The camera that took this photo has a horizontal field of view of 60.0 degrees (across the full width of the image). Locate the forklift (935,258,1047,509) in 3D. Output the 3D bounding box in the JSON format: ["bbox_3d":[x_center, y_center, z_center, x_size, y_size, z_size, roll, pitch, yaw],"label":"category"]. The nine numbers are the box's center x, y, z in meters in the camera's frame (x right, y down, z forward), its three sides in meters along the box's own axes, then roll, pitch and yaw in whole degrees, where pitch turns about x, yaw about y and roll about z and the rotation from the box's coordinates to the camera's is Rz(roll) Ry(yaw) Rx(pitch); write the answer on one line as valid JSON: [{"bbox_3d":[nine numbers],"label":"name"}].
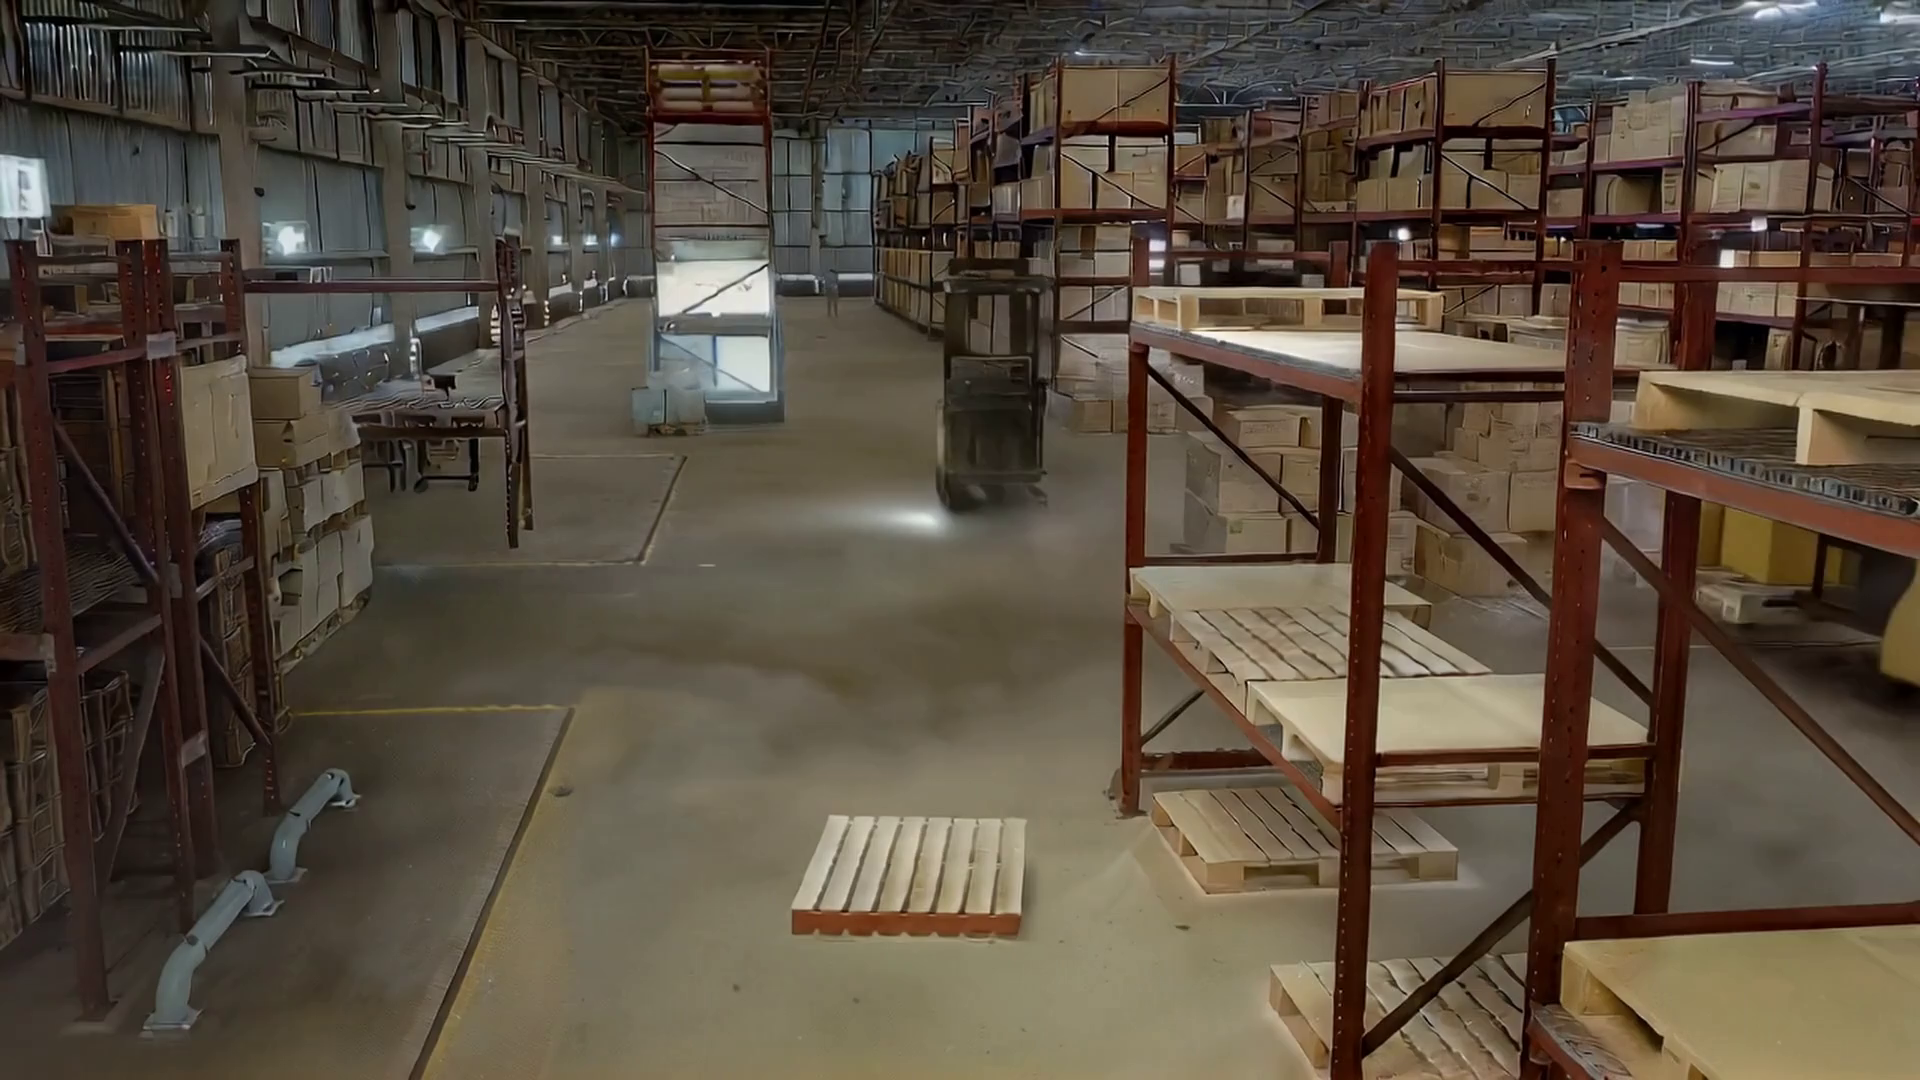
[{"bbox_3d":[0.316,-1.874,19.316,1.129,2.768,1.873,-1,10,-6],"label":"forklift"}]

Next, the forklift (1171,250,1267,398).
[{"bbox_3d":[5.078,-4.259,32.533,1.129,2.768,1.873,-6,12,-31],"label":"forklift"}]

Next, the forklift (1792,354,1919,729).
[{"bbox_3d":[6.352,-0.243,10.279,1.129,2.768,1.873,-1,10,-6],"label":"forklift"}]

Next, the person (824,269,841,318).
[{"bbox_3d":[-4.983,-9.665,65.230,0.678,1.889,0.435,-2,10,-10],"label":"person"}]

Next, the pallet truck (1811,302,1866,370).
[{"bbox_3d":[15.846,-3.142,28.793,1.885,1.965,0.823,2,10,12],"label":"pallet truck"}]

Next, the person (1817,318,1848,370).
[{"bbox_3d":[12.712,-2.292,24.334,0.385,1.911,0.592,6,12,31],"label":"person"}]
